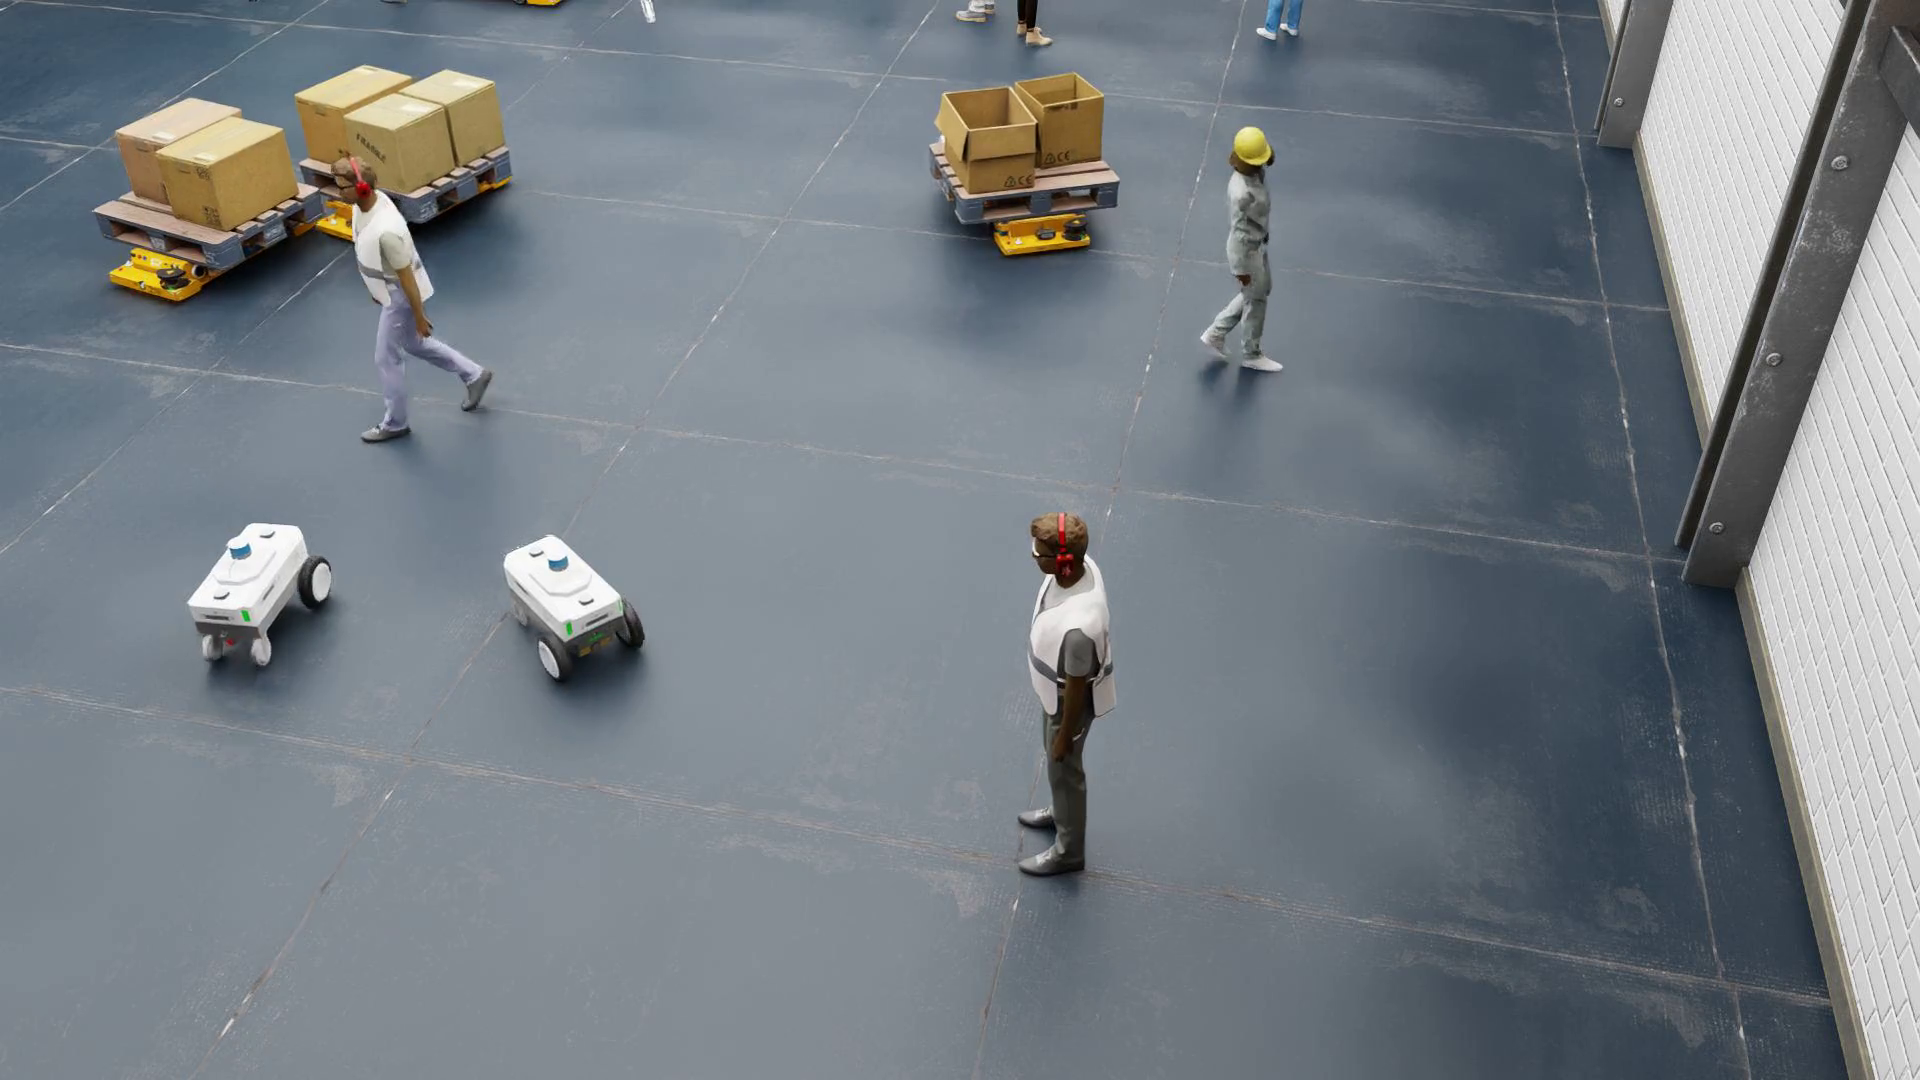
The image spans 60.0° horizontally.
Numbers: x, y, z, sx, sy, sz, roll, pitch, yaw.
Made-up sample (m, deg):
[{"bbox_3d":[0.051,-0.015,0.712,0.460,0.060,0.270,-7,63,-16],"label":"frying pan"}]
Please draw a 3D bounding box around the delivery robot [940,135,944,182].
[{"bbox_3d":[0.204,-3.112,13.151,0.801,0.602,0.499,-30,46,-34],"label":"delivery robot"}]

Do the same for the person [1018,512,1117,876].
[{"bbox_3d":[0.453,0.653,7.041,0.402,1.832,0.568,-1,37,-2],"label":"person"}]

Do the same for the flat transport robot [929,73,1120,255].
[{"bbox_3d":[0.457,-2.585,12.677,0.659,0.231,1.431,-9,38,-12],"label":"flat transport robot"}]

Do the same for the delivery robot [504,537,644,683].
[{"bbox_3d":[-2.021,0.317,8.553,0.499,0.592,0.774,-27,44,-31],"label":"delivery robot"}]

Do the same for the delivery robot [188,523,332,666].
[{"bbox_3d":[-3.675,0.242,8.662,0.499,0.602,0.801,4,37,5],"label":"delivery robot"}]

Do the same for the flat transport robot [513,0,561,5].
[{"bbox_3d":[-4.583,-5.640,16.766,1.431,0.231,0.659,10,38,14],"label":"flat transport robot"}]

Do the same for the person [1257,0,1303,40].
[{"bbox_3d":[3.047,-5.513,15.384,0.482,1.719,0.375,-20,41,-25],"label":"person"}]

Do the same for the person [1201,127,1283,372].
[{"bbox_3d":[1.836,-1.825,10.459,0.545,1.704,0.546,8,38,11],"label":"person"}]

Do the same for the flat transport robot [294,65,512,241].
[{"bbox_3d":[-4.184,-2.649,12.764,0.659,0.231,1.431,19,41,24],"label":"flat transport robot"}]

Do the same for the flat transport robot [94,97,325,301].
[{"bbox_3d":[-5.415,-2.186,12.143,0.659,0.231,1.431,16,40,21],"label":"flat transport robot"}]

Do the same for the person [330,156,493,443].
[{"bbox_3d":[-3.295,-1.463,9.889,0.817,1.814,0.578,-16,40,-20],"label":"person"}]

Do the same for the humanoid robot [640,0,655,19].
[{"bbox_3d":[-3.095,-5.898,15.870,0.551,1.741,0.958,-16,39,-20],"label":"humanoid robot"}]

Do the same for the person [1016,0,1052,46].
[{"bbox_3d":[0.694,-5.421,15.279,0.317,1.695,0.539,-9,38,-12],"label":"person"}]

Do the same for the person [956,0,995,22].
[{"bbox_3d":[0.174,-5.884,15.745,0.352,1.882,0.580,16,40,20],"label":"person"}]

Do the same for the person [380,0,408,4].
[{"bbox_3d":[-5.558,-6.190,16.168,0.417,1.870,0.535,17,40,22],"label":"person"}]
